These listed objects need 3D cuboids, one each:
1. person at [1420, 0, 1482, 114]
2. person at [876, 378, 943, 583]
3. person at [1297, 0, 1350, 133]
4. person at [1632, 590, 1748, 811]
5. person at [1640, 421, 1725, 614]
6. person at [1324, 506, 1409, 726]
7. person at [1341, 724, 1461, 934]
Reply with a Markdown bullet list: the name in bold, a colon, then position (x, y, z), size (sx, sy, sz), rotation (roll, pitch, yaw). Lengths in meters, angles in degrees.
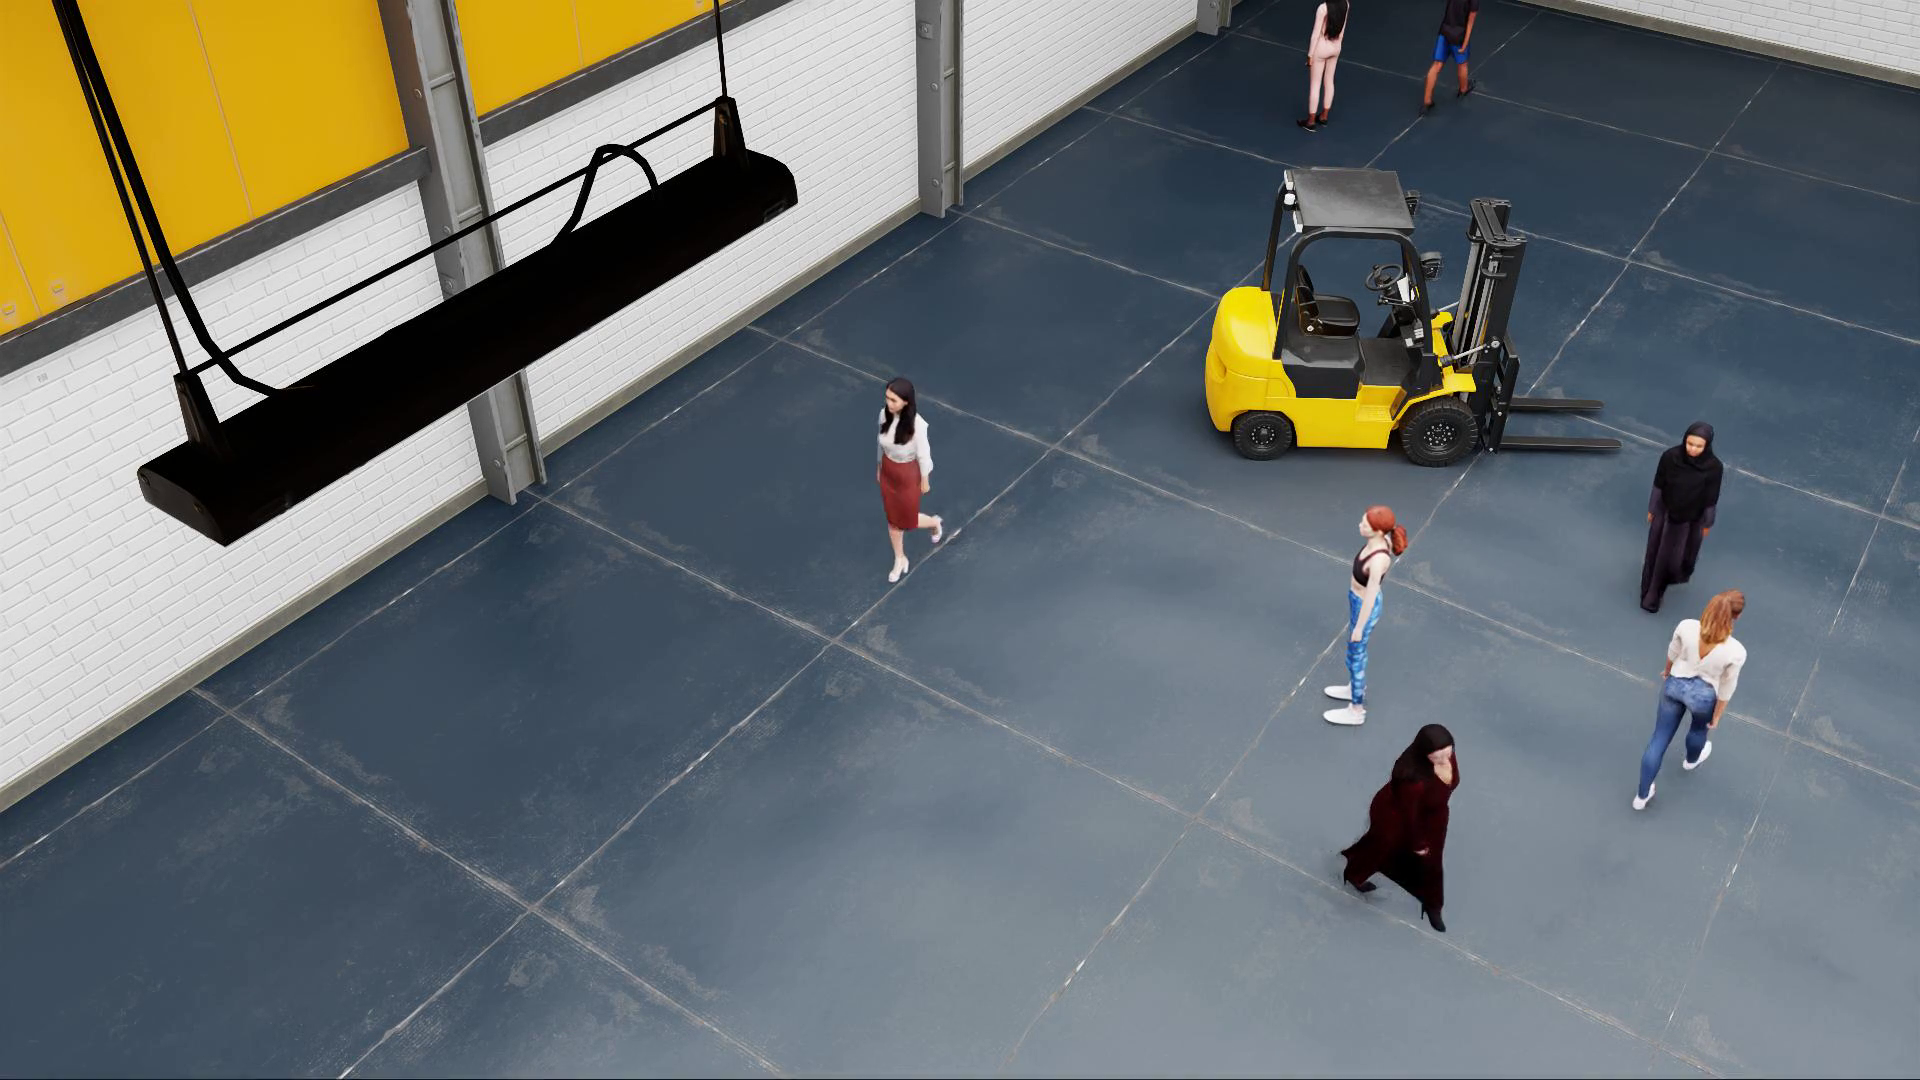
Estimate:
- **person**: position (5.538, -5.676, 18.829), size (1.207, 1.733, 0.784), rotation (-31, 48, -33)
- **person**: position (-0.383, -0.465, 12.301), size (0.645, 1.738, 0.822), rotation (28, 47, 31)
- **person**: position (4.077, -5.430, 18.532), size (0.600, 1.721, 0.750), rotation (-23, 44, -26)
- **person**: position (4.545, 1.041, 10.456), size (0.728, 1.687, 1.050), rotation (30, 47, 32)
- **person**: position (5.271, -0.226, 12.111), size (0.632, 1.601, 0.793), rotation (20, 43, 23)
- **person**: position (2.685, 0.491, 11.068), size (0.695, 1.782, 0.597), rotation (8, 39, 10)
- **person**: position (2.580, 1.576, 9.774), size (0.874, 1.703, 0.981), rotation (24, 44, 27)
